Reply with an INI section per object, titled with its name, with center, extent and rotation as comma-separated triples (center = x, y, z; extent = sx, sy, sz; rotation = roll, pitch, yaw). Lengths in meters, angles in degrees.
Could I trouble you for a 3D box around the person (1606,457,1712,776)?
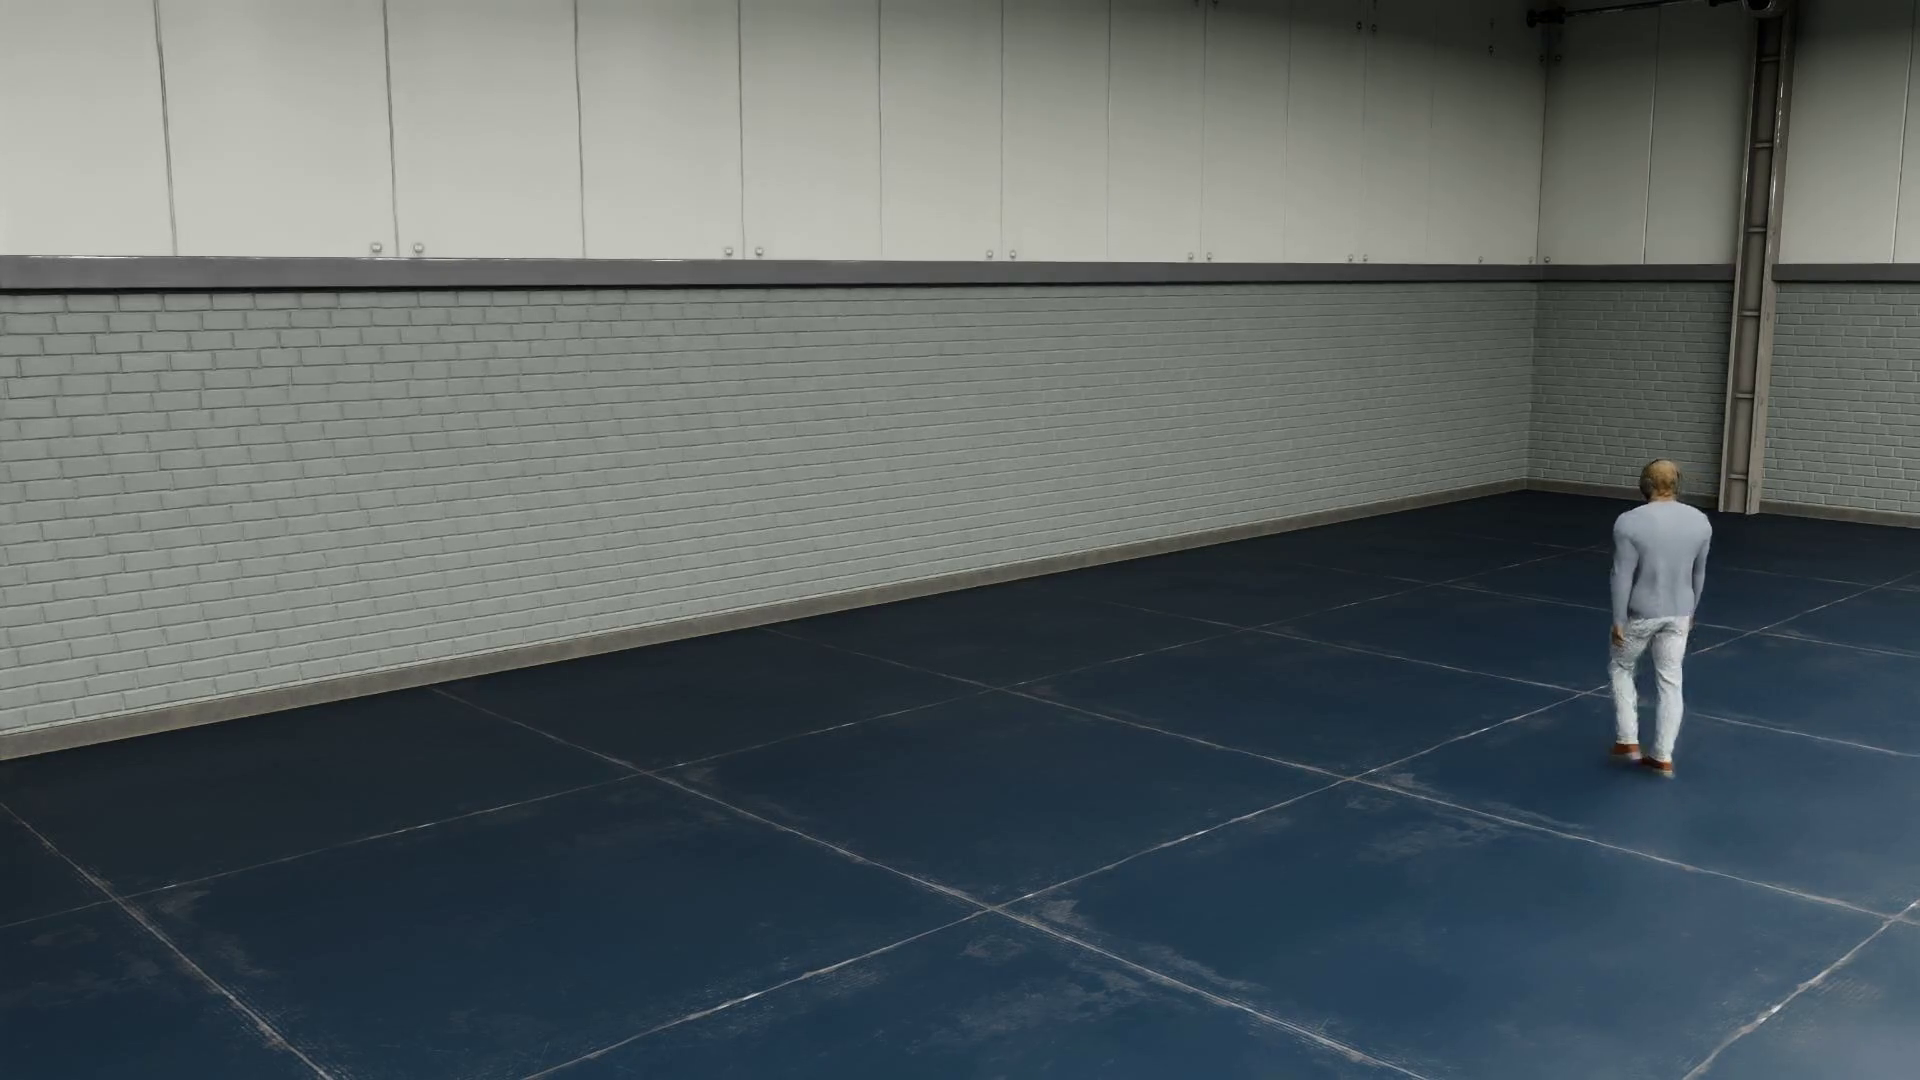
[person]
center = 4.209, 0.459, 10.107
extent = 0.642, 1.921, 0.577
rotation = 0, 9, -2
